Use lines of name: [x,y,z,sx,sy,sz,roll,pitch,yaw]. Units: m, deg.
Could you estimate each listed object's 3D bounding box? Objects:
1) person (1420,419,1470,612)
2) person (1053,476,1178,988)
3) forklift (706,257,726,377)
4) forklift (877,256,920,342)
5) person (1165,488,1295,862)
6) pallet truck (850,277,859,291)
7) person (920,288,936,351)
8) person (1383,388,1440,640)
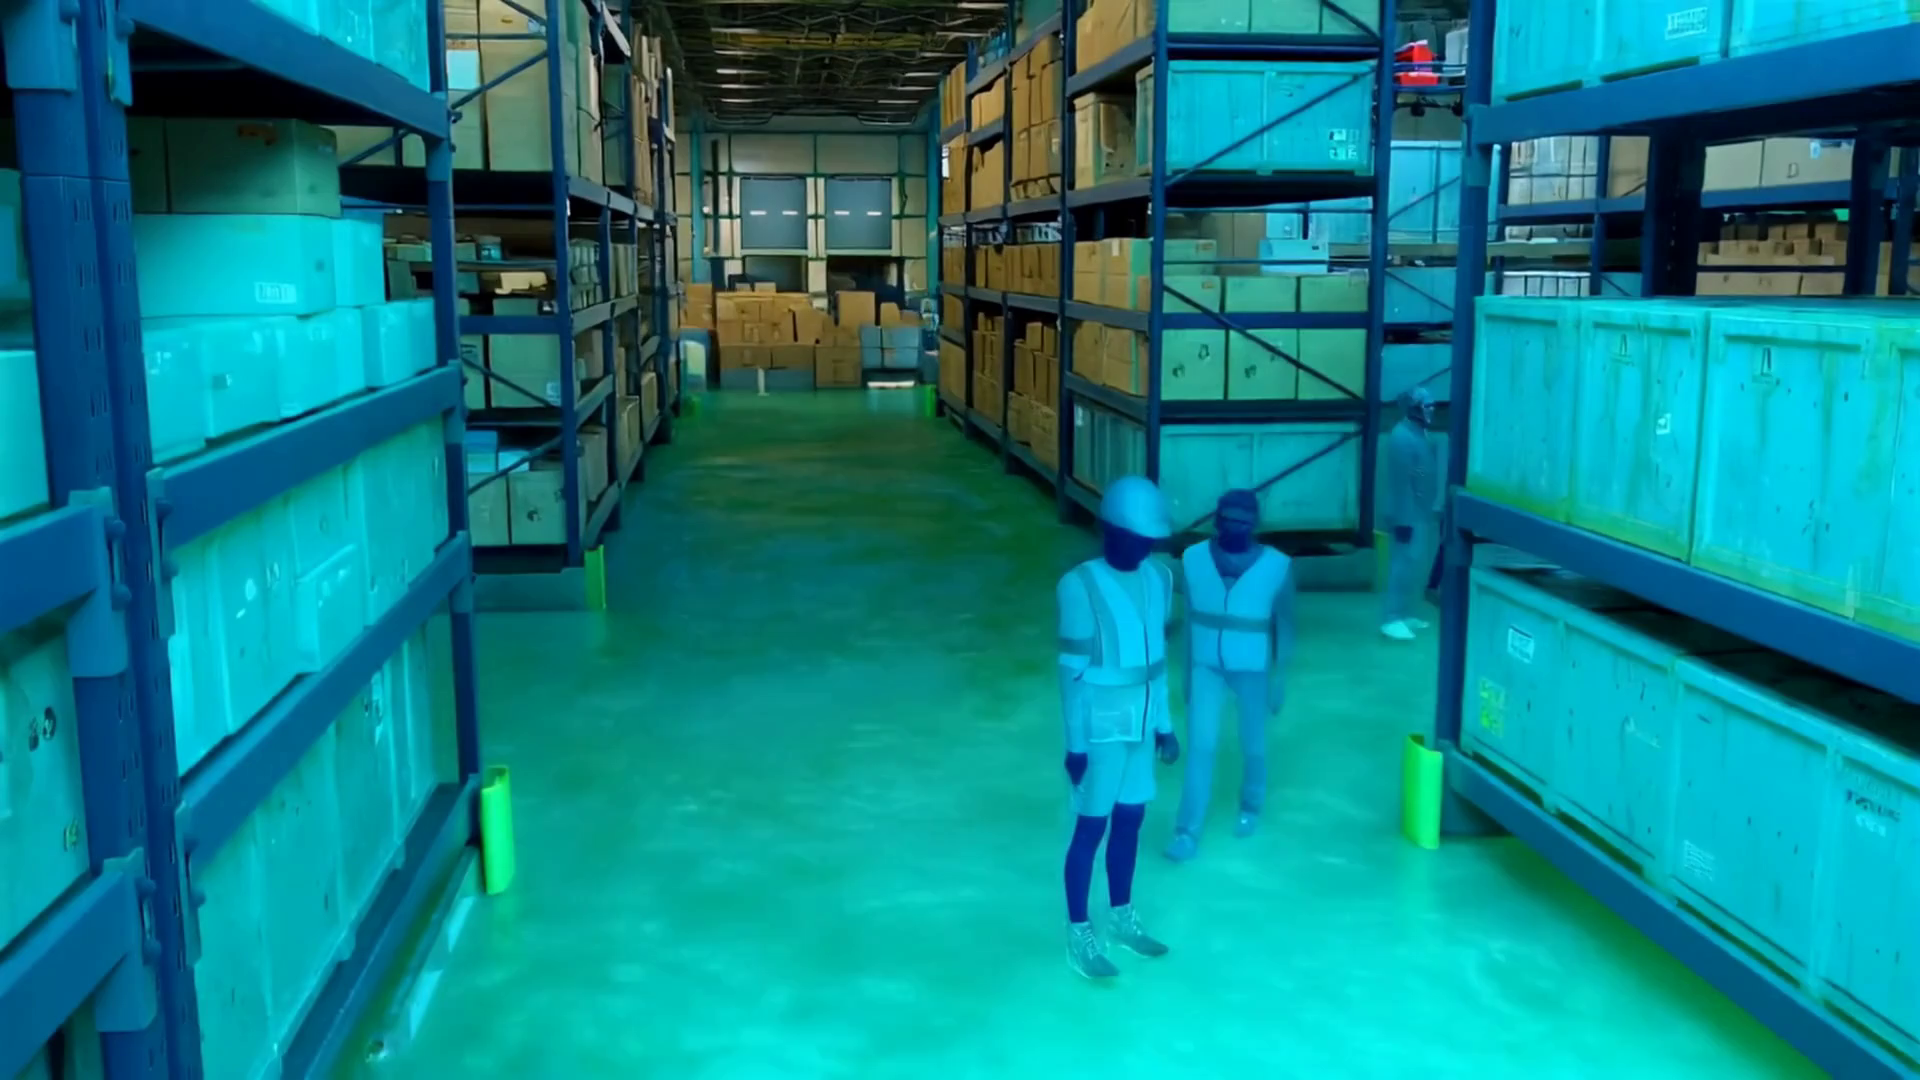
person: [4.040,-0.248,13.720,0.542,1.611,1.026,10,14,44]
person: [0.653,0.750,6.665,0.604,2.034,0.386,-9,13,-42]
forklift: [-5.620,-5.178,38.709,1.873,2.768,1.129,-1,10,-7]
forklift: [-2.225,-7.845,54.237,1.129,2.768,1.873,-6,12,-33]
person: [1.304,0.643,8.007,0.575,1.783,0.981,4,11,24]
pallet truck: [-3.782,-9.391,65.808,1.885,1.965,0.823,2,10,10]
person: [-0.882,-6.417,48.739,0.548,1.905,0.807,-5,11,-25]
person: [3.434,-0.201,12.677,0.405,1.888,0.750,4,10,21]
